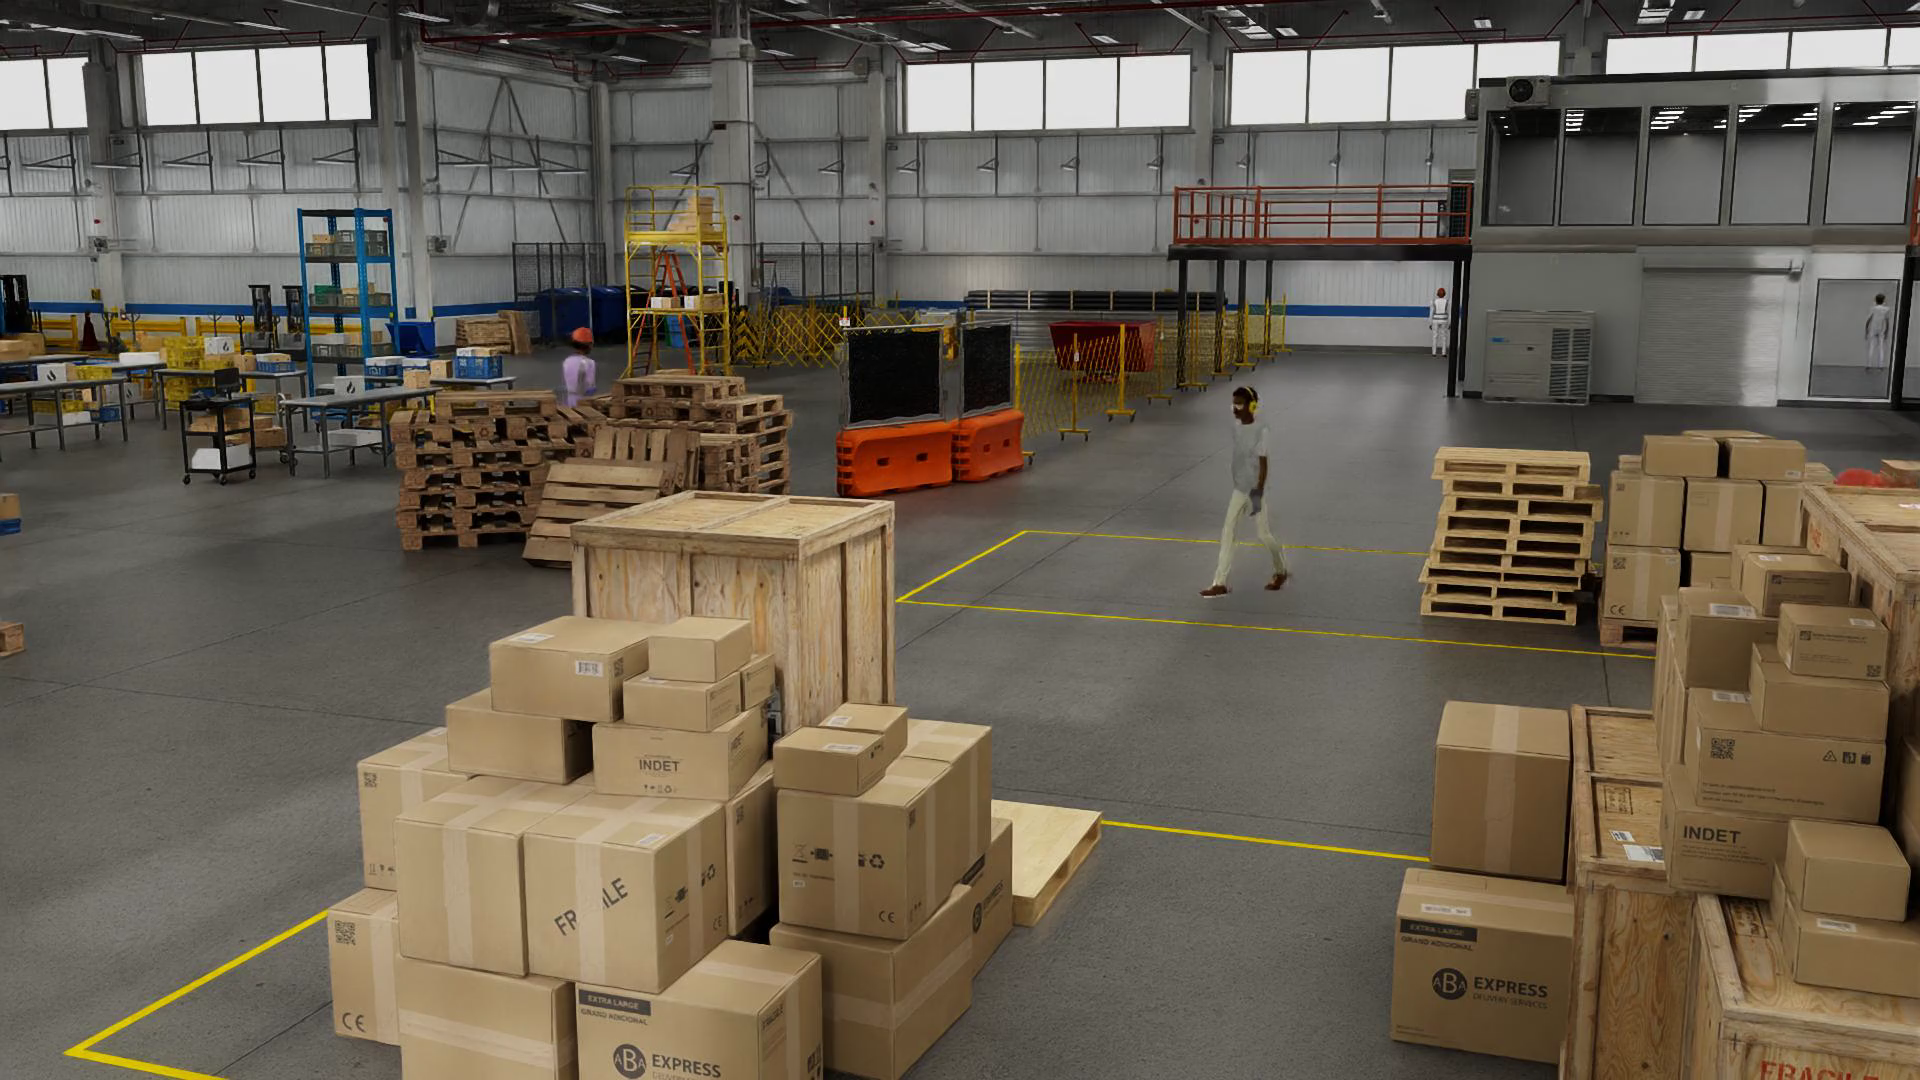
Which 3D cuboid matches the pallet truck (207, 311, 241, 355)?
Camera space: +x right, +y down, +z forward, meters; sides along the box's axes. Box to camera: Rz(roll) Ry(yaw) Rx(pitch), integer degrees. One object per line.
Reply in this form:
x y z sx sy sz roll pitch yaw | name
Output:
-19.537 -5.575 44.913 0.653 1.274 1.630 3 11 19 | pallet truck

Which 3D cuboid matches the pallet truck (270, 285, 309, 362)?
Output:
-17.147 -5.700 43.663 0.823 1.965 1.885 3 11 17 | pallet truck

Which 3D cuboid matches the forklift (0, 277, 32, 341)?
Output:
-27.151 -6.329 46.328 1.157 1.987 2.680 3 11 17 | forklift

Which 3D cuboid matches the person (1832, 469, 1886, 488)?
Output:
4.445 0.606 8.332 1.043 1.932 0.629 -1 10 -7 | person

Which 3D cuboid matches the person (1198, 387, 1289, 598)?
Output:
2.534 -0.421 14.428 0.953 1.831 0.537 -7 12 -36 | person

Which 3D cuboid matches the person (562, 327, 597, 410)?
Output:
-4.636 -1.608 20.521 0.635 2.029 0.436 9 13 41 | person

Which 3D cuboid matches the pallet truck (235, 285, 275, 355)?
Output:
-18.327 -5.835 44.421 0.823 1.965 1.885 4 11 23 | pallet truck

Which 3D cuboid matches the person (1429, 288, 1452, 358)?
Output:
12.904 -5.823 44.677 0.575 1.885 0.355 3 11 18 | person

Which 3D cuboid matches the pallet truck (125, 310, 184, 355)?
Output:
-22.038 -5.665 45.457 0.704 1.261 1.522 3 11 17 | pallet truck

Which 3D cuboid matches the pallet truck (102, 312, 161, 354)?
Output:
-23.057 -5.777 46.261 0.680 1.201 1.601 3 11 19 | pallet truck
